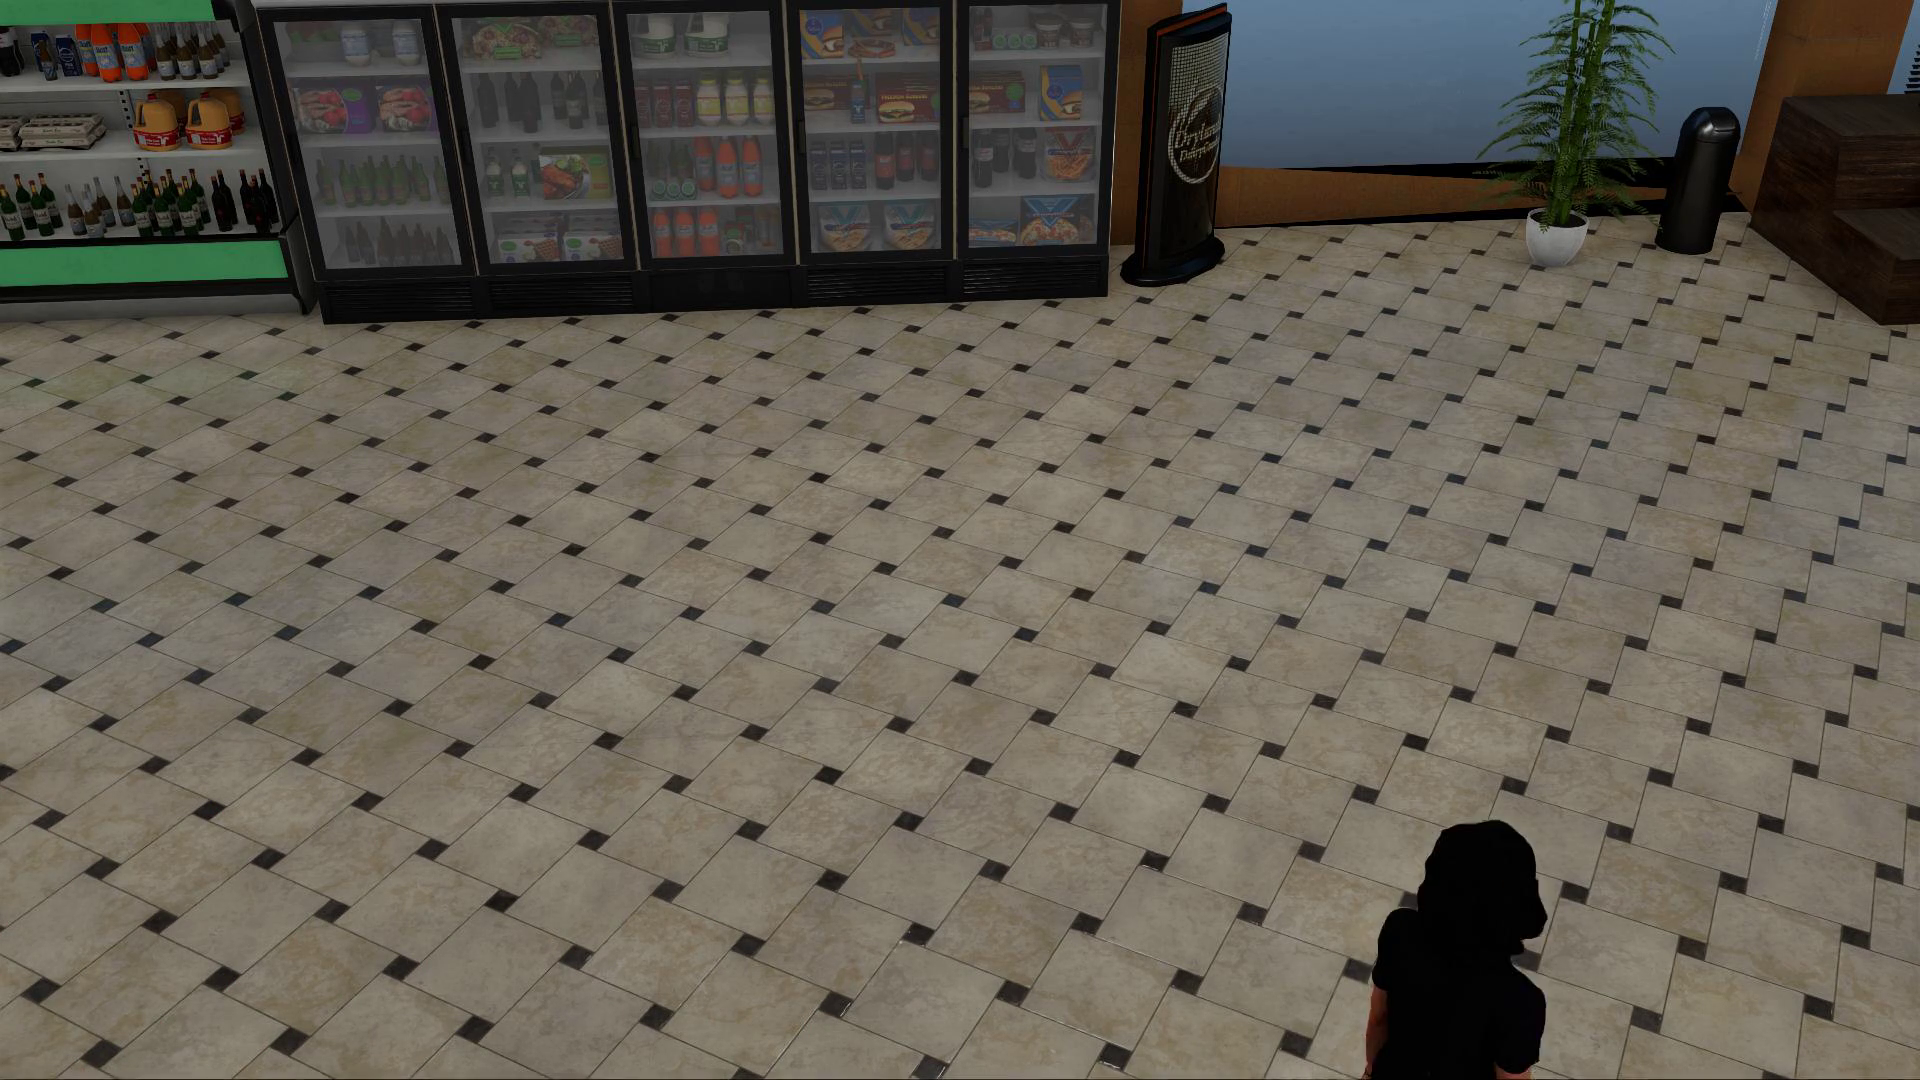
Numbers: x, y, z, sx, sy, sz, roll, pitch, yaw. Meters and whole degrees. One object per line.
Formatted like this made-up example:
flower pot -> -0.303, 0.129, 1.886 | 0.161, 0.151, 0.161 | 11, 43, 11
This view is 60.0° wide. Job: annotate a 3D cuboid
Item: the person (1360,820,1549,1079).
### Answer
person -> 1.201, 1.506, 4.343 | 1.055, 1.815, 0.947 | -25, 40, -34
